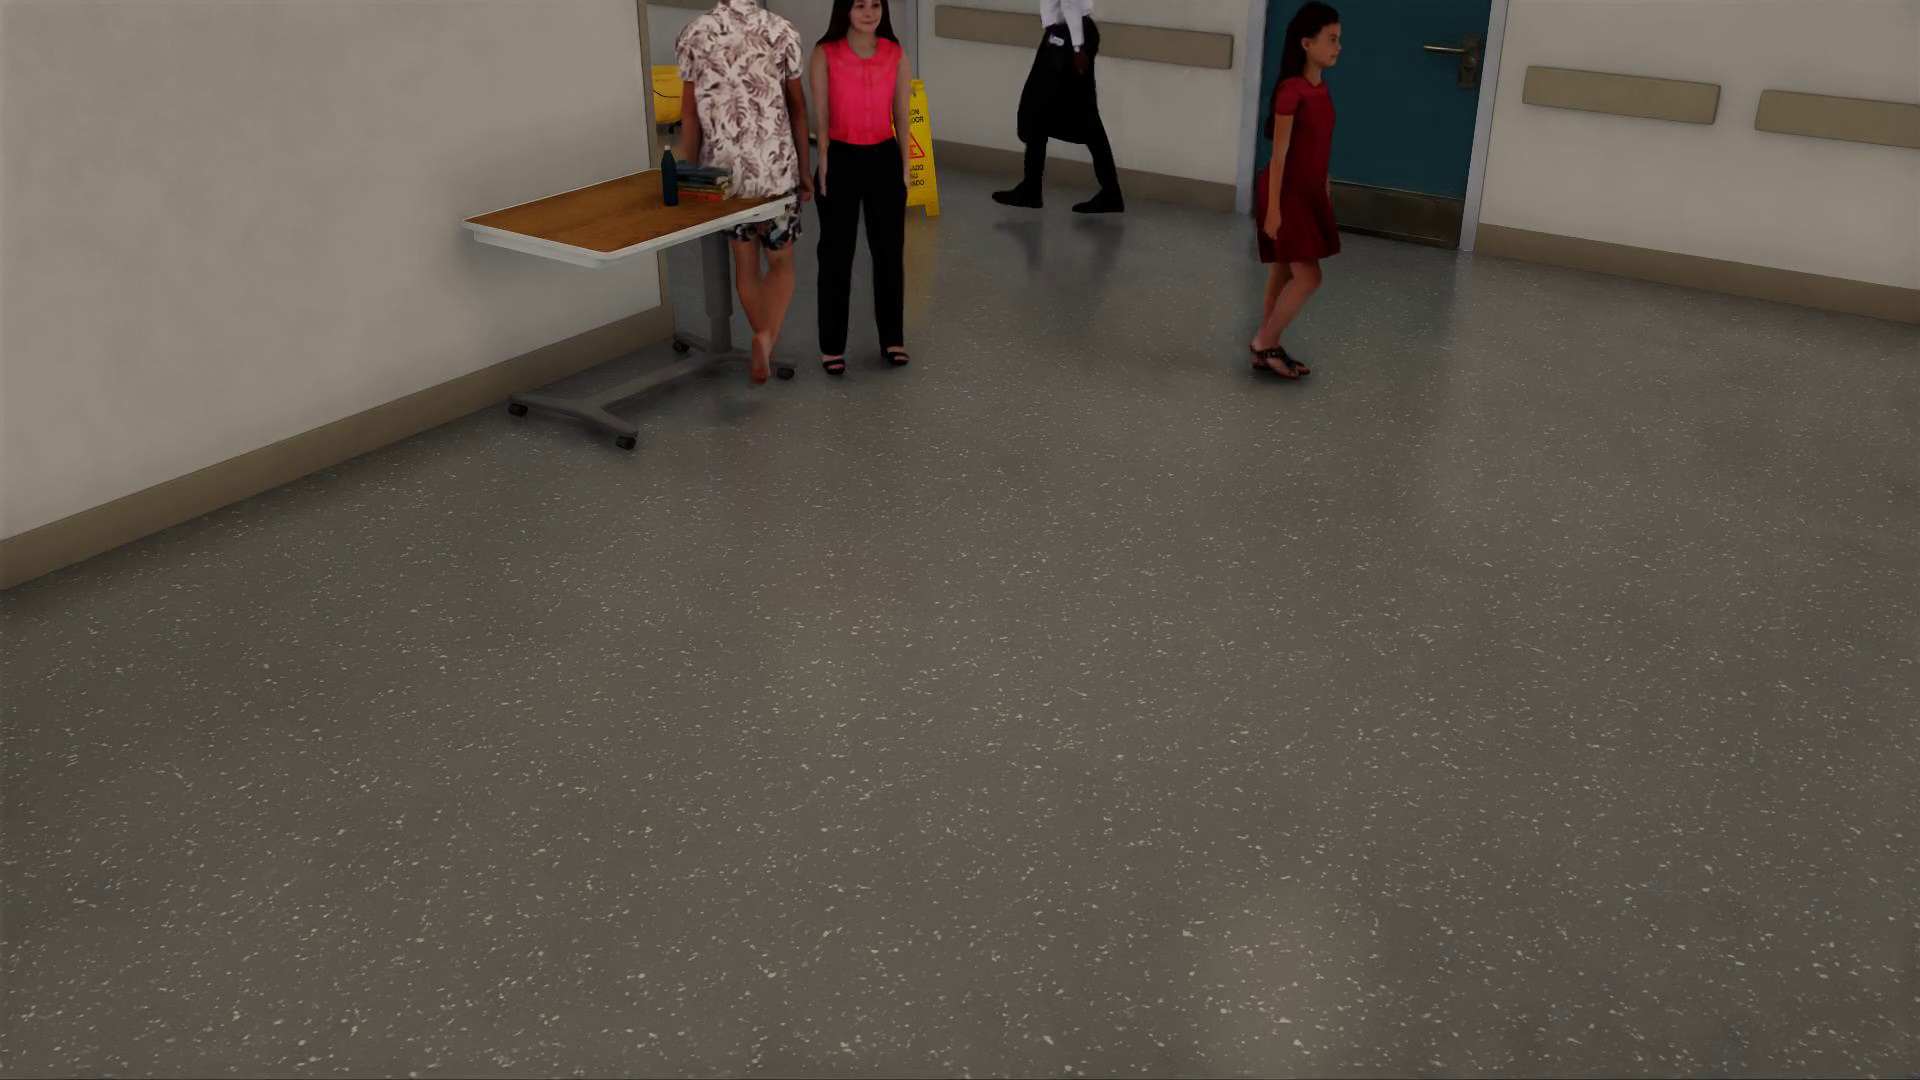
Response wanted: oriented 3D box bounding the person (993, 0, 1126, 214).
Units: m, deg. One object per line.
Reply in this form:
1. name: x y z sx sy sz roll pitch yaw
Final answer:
1. person: 0.675 -2.675 9.216 1.110 1.782 0.887 4 26 9

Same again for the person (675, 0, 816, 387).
1. person: -0.863 -1.492 6.768 1.059 1.779 1.085 -1 26 -2

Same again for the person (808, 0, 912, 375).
1. person: -0.418 -1.510 6.944 0.668 1.657 0.705 -8 27 -17

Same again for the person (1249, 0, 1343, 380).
1. person: 1.314 -1.431 6.901 0.633 1.546 0.568 15 30 28
